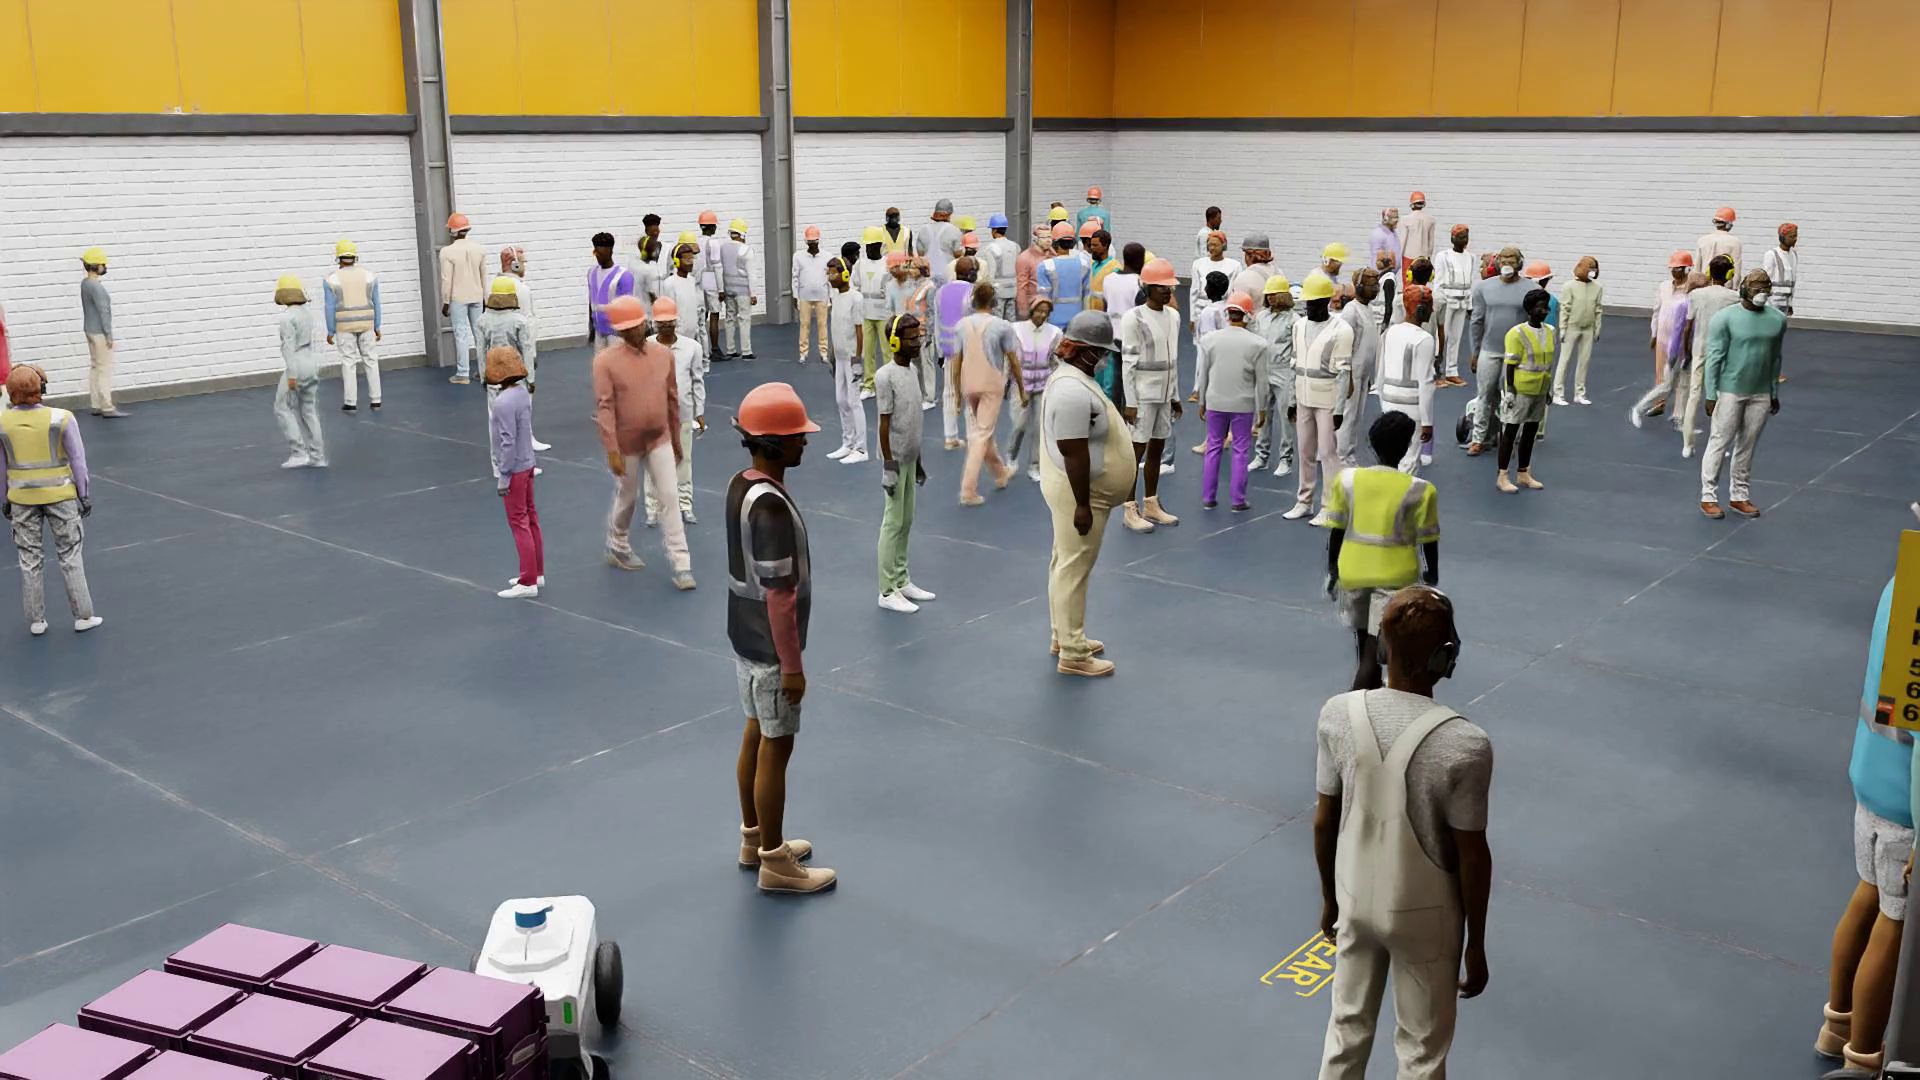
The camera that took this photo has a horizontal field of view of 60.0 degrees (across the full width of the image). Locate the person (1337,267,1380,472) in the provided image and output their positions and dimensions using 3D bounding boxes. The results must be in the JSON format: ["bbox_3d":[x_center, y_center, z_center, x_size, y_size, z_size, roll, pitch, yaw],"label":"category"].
[{"bbox_3d":[3.370,-1.394,14.139,0.328,1.844,0.511,8,16,30],"label":"person"}]

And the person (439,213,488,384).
[{"bbox_3d":[-5.849,-2.847,19.640,0.376,1.997,0.612,11,18,38],"label":"person"}]

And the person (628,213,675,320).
[{"bbox_3d":[-3.718,-2.979,20.229,0.615,1.963,0.361,-9,16,-31],"label":"person"}]

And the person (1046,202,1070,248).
[{"bbox_3d":[1.765,-5.290,30.130,0.520,1.636,0.312,10,17,34],"label":"person"}]

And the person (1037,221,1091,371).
[{"bbox_3d":[1.043,-2.238,17.114,0.607,2.044,0.378,-7,15,-24],"label":"person"}]

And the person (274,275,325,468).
[{"bbox_3d":[-5.916,-1.486,14.785,0.474,1.706,0.535,1,14,6],"label":"person"}]

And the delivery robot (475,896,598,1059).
[{"bbox_3d":[-1.377,1.405,5.384,0.477,0.478,0.707,-2,14,-7],"label":"delivery robot"}]

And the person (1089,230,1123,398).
[{"bbox_3d":[1.529,-2.360,17.854,0.388,1.919,0.594,-8,16,-28],"label":"person"}]

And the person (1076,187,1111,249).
[{"bbox_3d":[2.225,-4.851,27.646,0.612,1.997,0.375,7,16,25],"label":"person"}]

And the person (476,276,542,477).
[{"bbox_3d":[-3.911,-1.408,14.403,0.493,1.743,0.310,2,14,8],"label":"person"}]

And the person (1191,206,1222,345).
[{"bbox_3d":[3.422,-3.664,23.092,0.391,1.910,0.592,6,15,22],"label":"person"}]

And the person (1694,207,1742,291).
[{"bbox_3d":[9.615,-3.217,21.122,0.379,1.996,0.610,-10,17,-35],"label":"person"}]

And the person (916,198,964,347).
[{"bbox_3d":[-0.215,-3.617,22.627,0.684,2.000,0.535,8,16,28],"label":"person"}]

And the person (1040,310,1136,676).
[{"bbox_3d":[0.712,-0.280,9.293,0.535,2.000,0.674,0,14,-1],"label":"person"}]

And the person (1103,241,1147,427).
[{"bbox_3d":[1.633,-1.973,16.343,0.399,1.918,0.607,-11,18,-37],"label":"person"}]

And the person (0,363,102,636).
[{"bbox_3d":[-5.463,-0.235,9.917,0.514,1.645,0.308,-4,15,-14],"label":"person"}]

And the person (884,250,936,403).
[{"bbox_3d":[-0.573,-2.270,17.947,0.862,1.683,0.573,-13,19,-42],"label":"person"}]

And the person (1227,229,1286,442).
[{"bbox_3d":[2.784,-1.964,16.022,0.683,2.000,0.537,-14,19,-43],"label":"person"}]

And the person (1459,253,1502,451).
[{"bbox_3d":[4.966,-1.755,15.580,0.389,1.847,0.567,9,16,31],"label":"person"}]

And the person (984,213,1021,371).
[{"bbox_3d":[0.489,-3.027,20.457,0.404,1.945,0.616,12,19,40],"label":"person"}]

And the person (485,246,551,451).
[{"bbox_3d":[-4.142,-1.785,15.581,0.400,1.907,0.644,-13,19,-43],"label":"person"}]

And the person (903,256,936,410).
[{"bbox_3d":[-0.427,-2.218,17.852,0.309,1.641,0.514,-9,17,-33],"label":"person"}]

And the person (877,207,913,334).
[{"bbox_3d":[-0.976,-3.926,24.263,0.627,1.844,0.429,-3,14,-12],"label":"person"}]

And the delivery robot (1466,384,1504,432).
[{"bbox_3d":[5.157,-1.278,16.103,0.477,0.478,0.707,9,16,31],"label":"delivery robot"}]

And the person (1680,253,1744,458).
[{"bbox_3d":[6.853,-1.669,15.190,0.515,1.872,0.333,12,18,39],"label":"person"}]

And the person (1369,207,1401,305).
[{"bbox_3d":[5.871,-3.627,22.946,0.403,1.904,0.652,10,17,35],"label":"person"}]

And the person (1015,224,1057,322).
[{"bbox_3d":[0.931,-2.634,18.970,0.646,1.907,0.401,-12,18,-39],"label":"person"}]

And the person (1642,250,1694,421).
[{"bbox_3d":[7.380,-2.112,17.193,0.330,1.751,0.563,-9,17,-31],"label":"person"}]

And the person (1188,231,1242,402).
[{"bbox_3d":[2.788,-2.433,18.218,0.575,1.883,0.362,7,16,25],"label":"person"}]

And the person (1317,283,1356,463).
[{"bbox_3d":[3.377,-1.465,14.841,0.306,1.639,0.523,-2,14,-8],"label":"person"}]

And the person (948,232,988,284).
[{"bbox_3d":[0.118,-2.818,20.018,0.572,1.750,0.329,-9,17,-33],"label":"person"}]

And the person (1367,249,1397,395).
[{"bbox_3d":[4.787,-2.463,18.831,0.307,1.639,0.525,1,14,5],"label":"person"}]

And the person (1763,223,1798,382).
[{"bbox_3d":[9.662,-2.796,19.665,0.583,1.882,0.337,-9,17,-33],"label":"person"}]

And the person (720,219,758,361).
[{"bbox_3d":[-2.857,-3.225,21.504,0.592,1.825,0.403,9,17,33],"label":"person"}]

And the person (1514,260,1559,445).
[{"bbox_3d":[5.465,-1.783,15.879,0.332,1.753,0.561,12,18,39],"label":"person"}]

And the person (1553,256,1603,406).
[{"bbox_3d":[6.749,-2.276,18.115,0.504,1.628,0.279,-3,14,-12],"label":"person"}]

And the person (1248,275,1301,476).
[{"bbox_3d":[2.740,-1.431,14.496,0.492,1.742,0.318,13,19,43],"label":"person"}]

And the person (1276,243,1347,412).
[{"bbox_3d":[3.855,-2.278,17.808,0.717,1.798,0.484,-13,19,-42],"label":"person"}]

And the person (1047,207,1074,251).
[{"bbox_3d":[1.351,-3.522,22.476,0.381,1.928,0.587,4,15,16],"label":"person"}]
